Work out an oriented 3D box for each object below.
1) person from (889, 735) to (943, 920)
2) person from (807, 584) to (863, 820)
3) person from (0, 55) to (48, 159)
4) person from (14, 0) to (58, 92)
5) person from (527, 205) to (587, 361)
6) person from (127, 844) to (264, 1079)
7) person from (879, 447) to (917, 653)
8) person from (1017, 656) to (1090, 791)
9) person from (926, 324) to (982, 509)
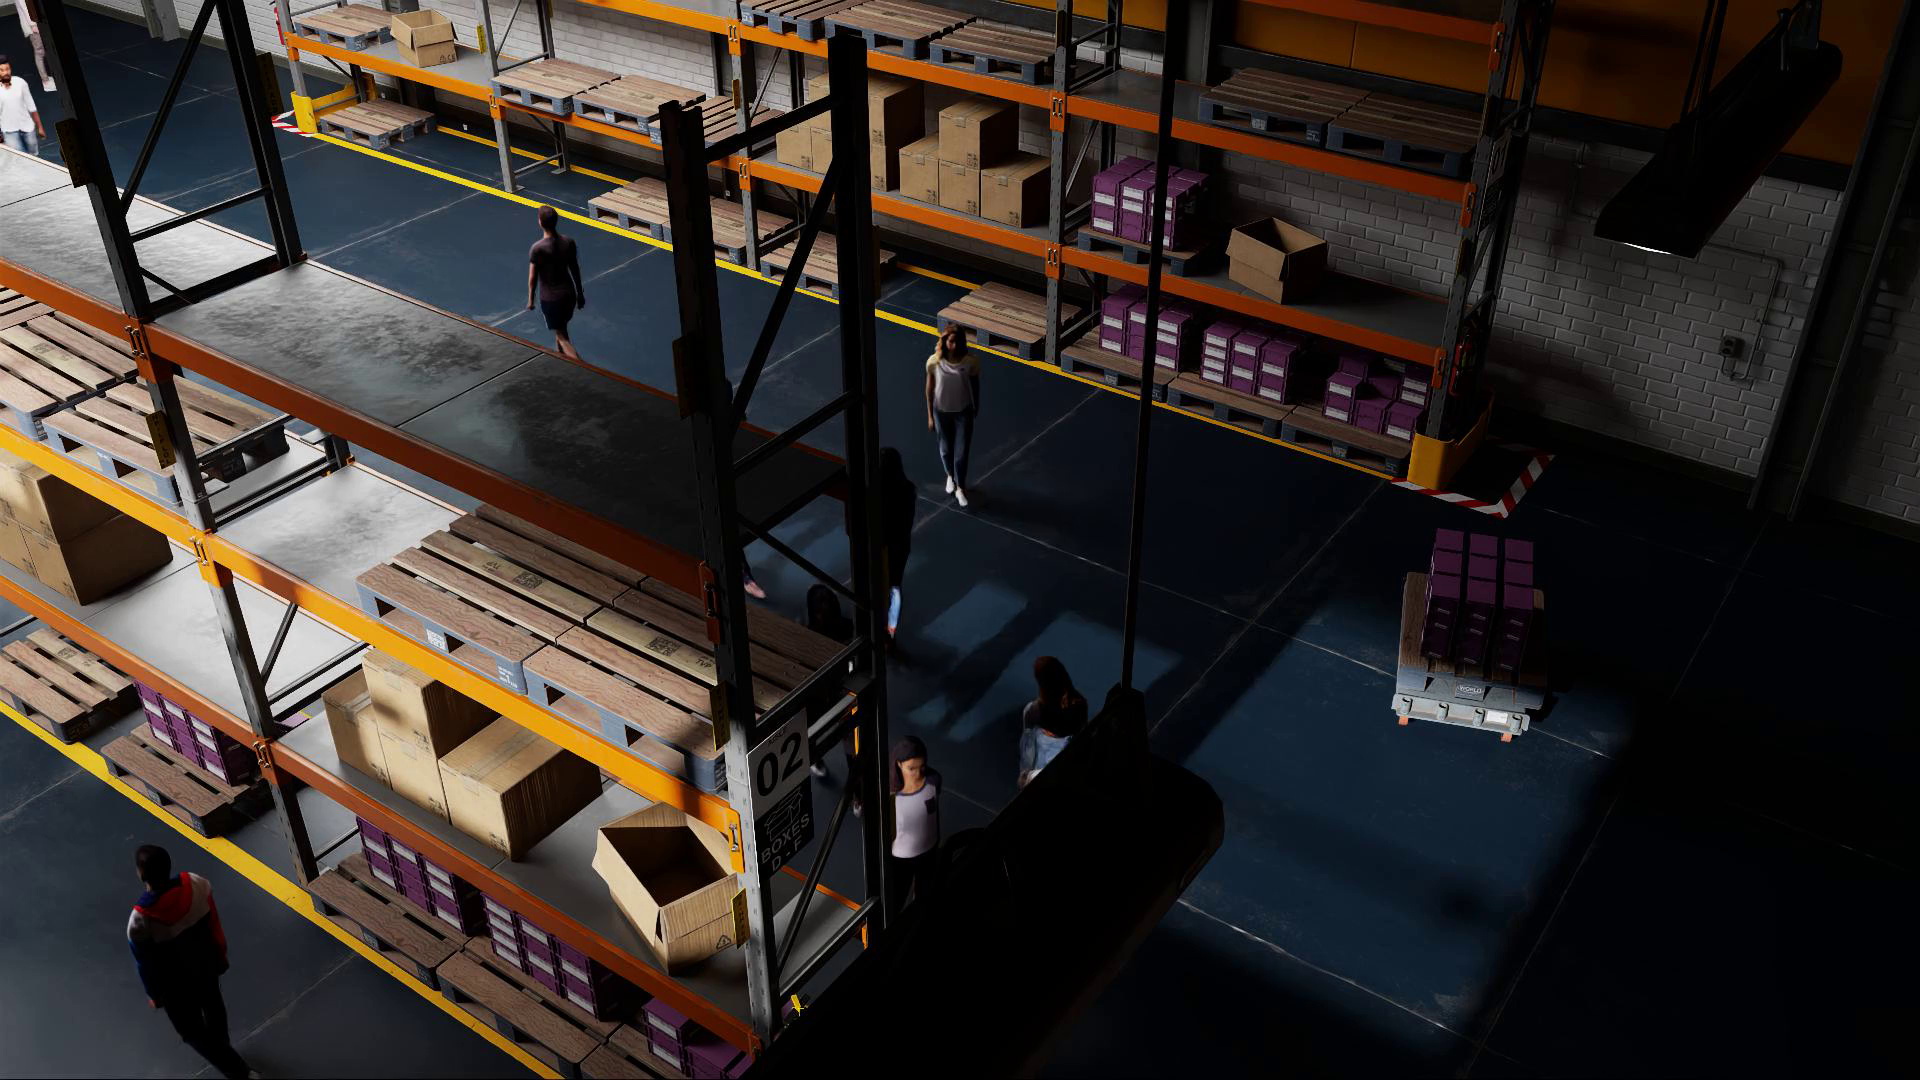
[{"bbox_3d":[-0.288,1.847,9.886,0.644,1.733,0.602,-21,39,-29],"label":"person"},{"bbox_3d":[-0.904,1.033,11.159,0.979,1.679,1.273,-18,37,-24],"label":"person"},{"bbox_3d":[-11.444,-5.015,20.161,0.737,1.787,0.831,-27,42,-34],"label":"person"},{"bbox_3d":[-13.172,-7.331,23.603,0.813,1.834,0.686,-14,36,-20],"label":"person"},{"bbox_3d":[-3.835,-2.282,16.025,1.198,1.812,0.750,27,42,34],"label":"person"},{"bbox_3d":[-4.158,2.382,9.073,1.003,1.742,0.657,20,38,27],"label":"person"},{"bbox_3d":[-0.506,0.129,12.502,0.766,1.697,0.806,-13,36,-19],"label":"person"},{"bbox_3d":[0.617,1.495,10.463,0.797,1.681,0.839,-9,35,-13],"label":"person"},{"bbox_3d":[-0.086,-1.153,14.431,0.867,1.698,0.913,-1,34,-1],"label":"person"}]
